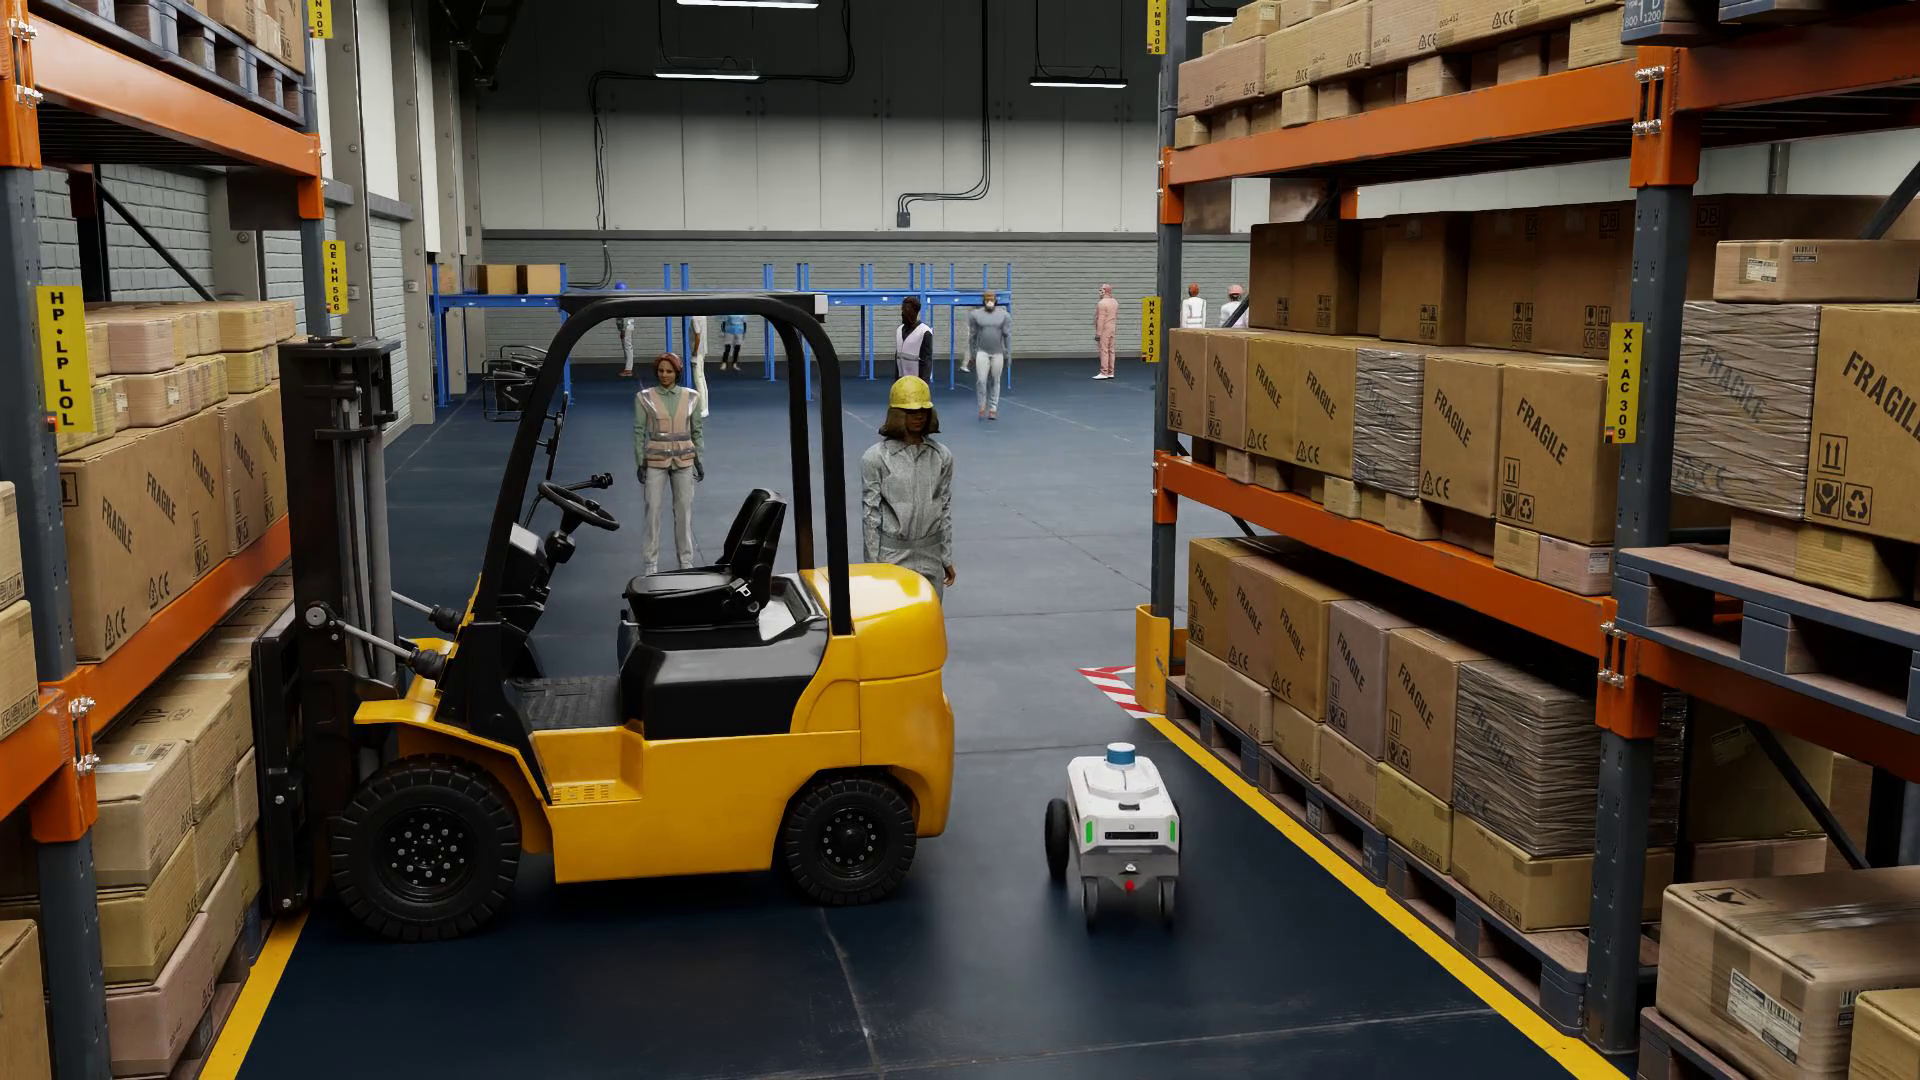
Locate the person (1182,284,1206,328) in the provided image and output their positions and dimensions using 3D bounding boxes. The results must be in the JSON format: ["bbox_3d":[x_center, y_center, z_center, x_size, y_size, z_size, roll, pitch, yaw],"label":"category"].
[{"bbox_3d":[4.989,-4.524,35.599,0.574,1.884,0.356,-4,10,-25],"label":"person"}]

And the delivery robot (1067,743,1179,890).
[{"bbox_3d":[0.576,0.974,5.975,0.477,0.478,0.707,0,9,-1],"label":"delivery robot"}]

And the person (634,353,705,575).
[{"bbox_3d":[-2.100,-0.535,12.041,0.515,1.636,0.315,-4,10,-22],"label":"person"}]

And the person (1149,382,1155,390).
[{"bbox_3d":[3.703,-3.556,30.191,0.533,1.720,0.820,-9,13,-43],"label":"person"}]

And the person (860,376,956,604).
[{"bbox_3d":[-0.235,0.096,7.868,0.486,1.744,0.294,-6,11,-31],"label":"person"}]

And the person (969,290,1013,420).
[{"bbox_3d":[0.453,-2.723,24.523,0.647,1.906,0.794,0,9,1],"label":"person"}]

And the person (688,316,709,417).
[{"bbox_3d":[-3.973,-2.788,25.061,0.313,1.869,0.538,1,9,4],"label":"person"}]

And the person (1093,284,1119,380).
[{"bbox_3d":[2.923,-4.204,33.580,0.410,1.909,0.643,6,11,33],"label":"person"}]

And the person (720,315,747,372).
[{"bbox_3d":[-4.902,-4.496,36.082,0.597,1.672,0.332,-5,10,-27],"label":"person"}]

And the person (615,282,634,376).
[{"bbox_3d":[-6.964,-4.376,34.530,0.402,1.938,0.603,-1,9,-6],"label":"person"}]

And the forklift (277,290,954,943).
[{"bbox_3d":[-1.179,0.175,6.143,2.313,2.155,1.214,-2,10,-12],"label":"forklift"}]

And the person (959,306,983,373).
[{"bbox_3d":[0.403,-4.377,35.608,0.884,1.592,0.503,4,10,21],"label":"person"}]

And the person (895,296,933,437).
[{"bbox_3d":[-0.537,-1.814,18.982,0.392,1.917,0.590,-8,12,-40],"label":"person"}]

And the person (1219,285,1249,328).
[{"bbox_3d":[5.149,-3.823,31.279,0.585,1.907,0.752,0,9,0],"label":"person"}]
